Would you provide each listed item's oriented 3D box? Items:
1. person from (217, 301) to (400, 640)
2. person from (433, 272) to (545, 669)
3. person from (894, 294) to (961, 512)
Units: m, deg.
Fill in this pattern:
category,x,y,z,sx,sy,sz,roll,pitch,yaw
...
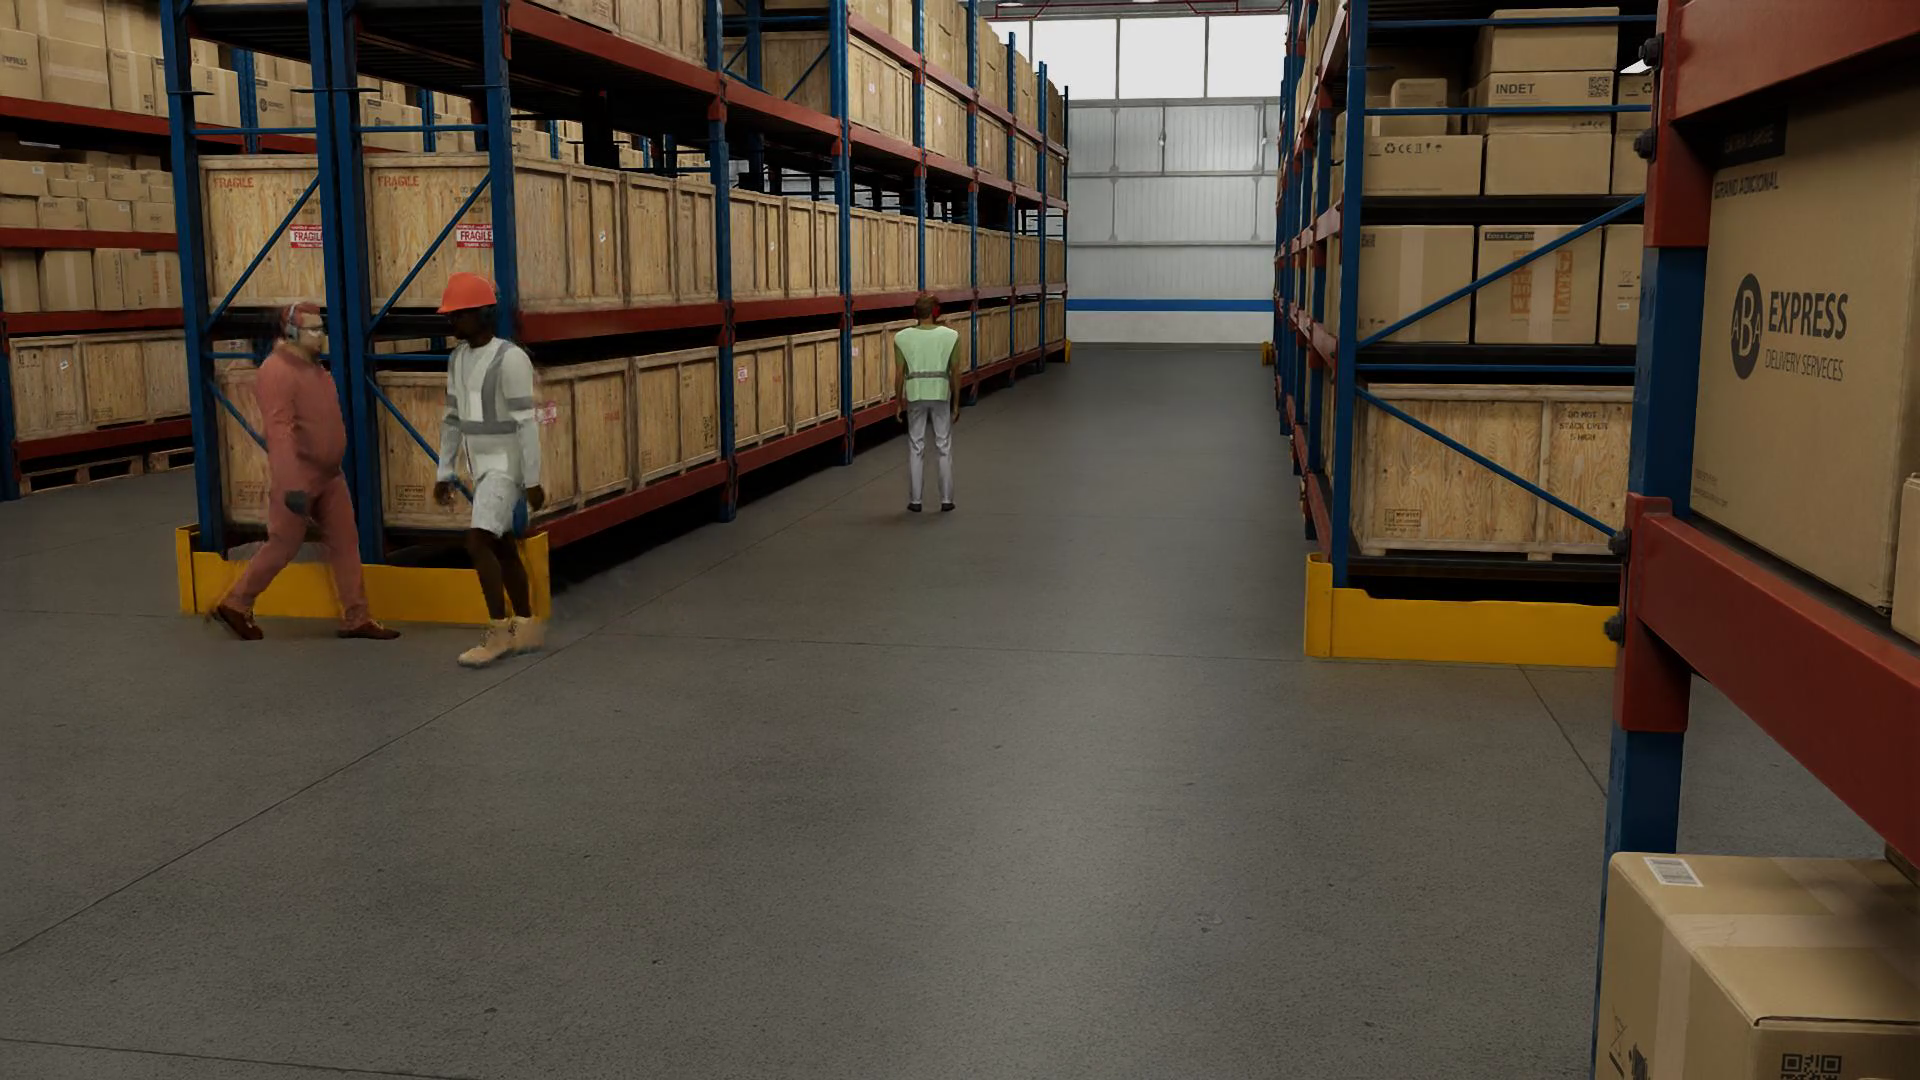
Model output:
category,x,y,z,sx,sy,sz,roll,pitch,yaw
person,-3.613,-0.363,9.065,0.934,1.874,0.647,1,9,8
person,-2.463,-0.348,8.512,0.706,2.013,0.611,-9,13,-44
person,-0.275,-1.145,14.014,0.564,1.839,0.396,-1,9,-3
